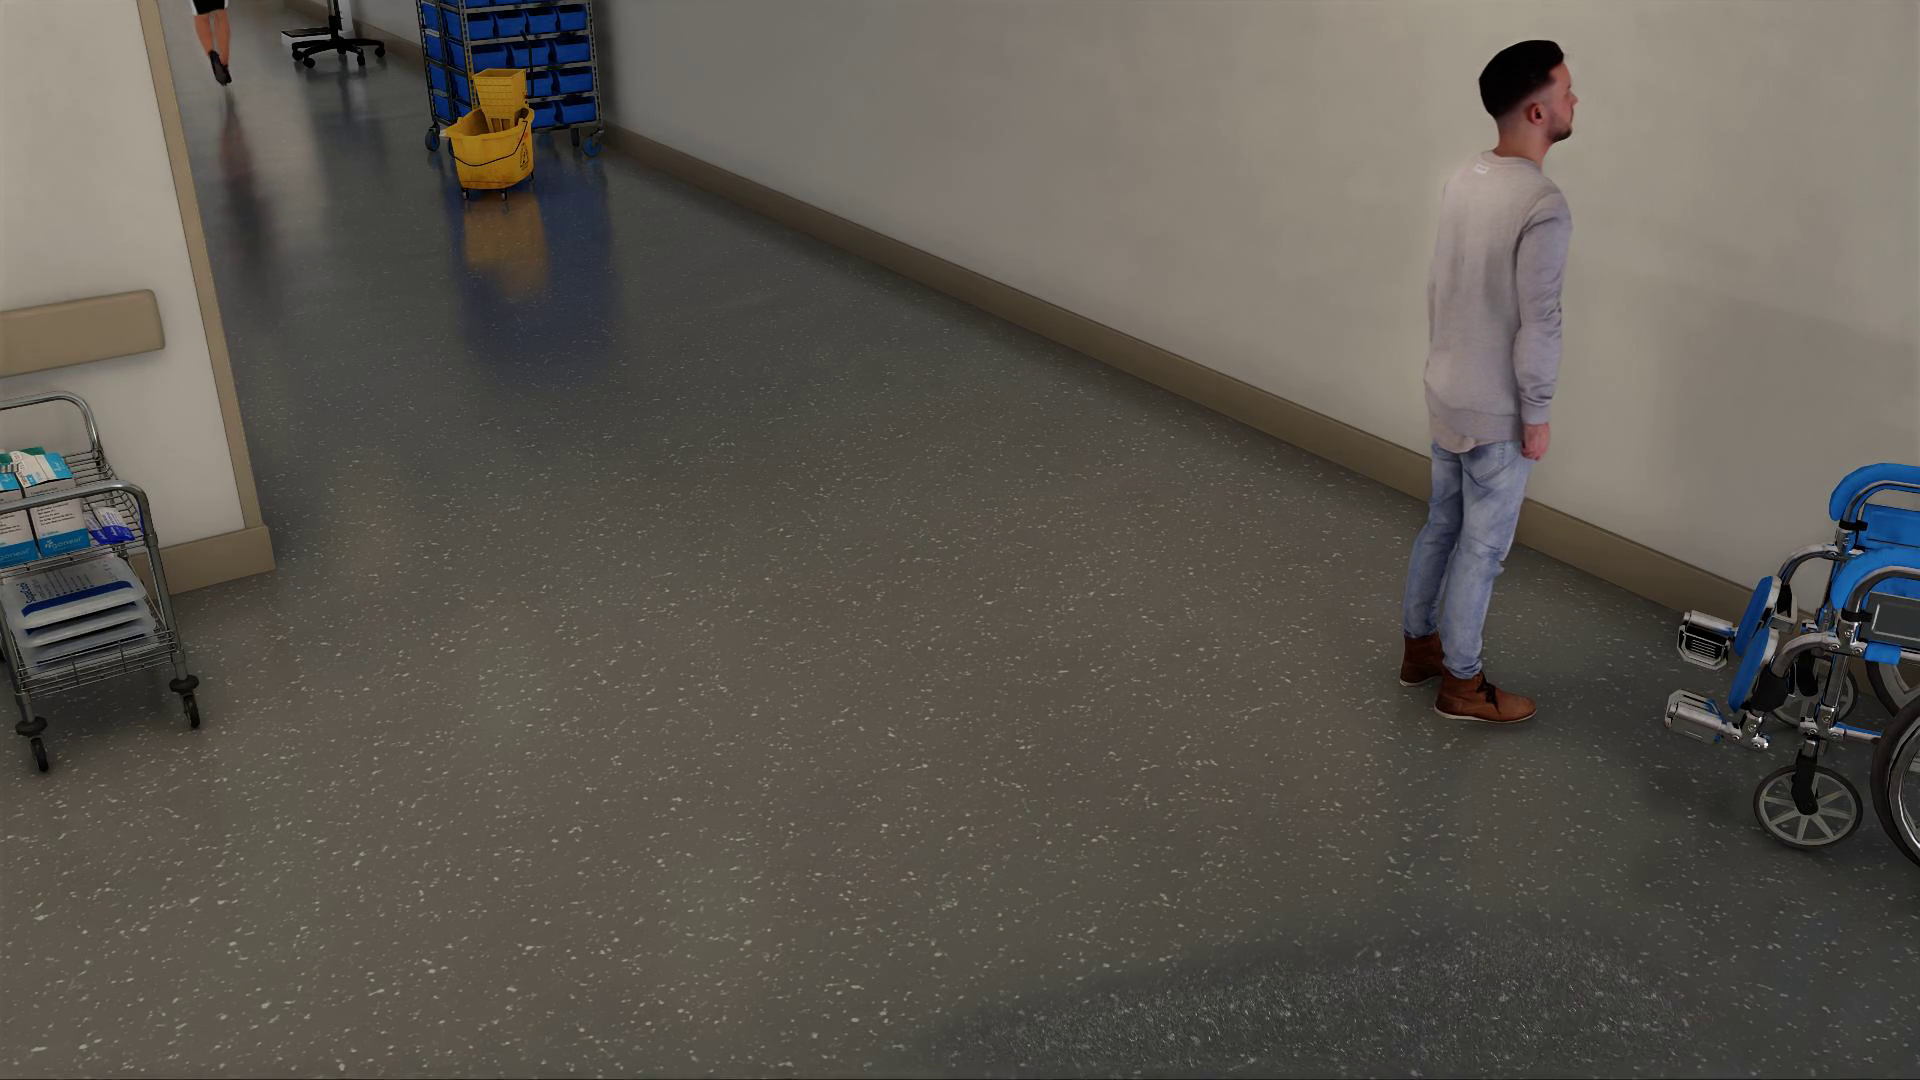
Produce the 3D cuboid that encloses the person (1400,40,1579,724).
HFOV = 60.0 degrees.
[{"bbox_3d":[1.403,-0.392,4.429,0.719,1.840,0.759,-5,26,-11],"label":"person"}]
